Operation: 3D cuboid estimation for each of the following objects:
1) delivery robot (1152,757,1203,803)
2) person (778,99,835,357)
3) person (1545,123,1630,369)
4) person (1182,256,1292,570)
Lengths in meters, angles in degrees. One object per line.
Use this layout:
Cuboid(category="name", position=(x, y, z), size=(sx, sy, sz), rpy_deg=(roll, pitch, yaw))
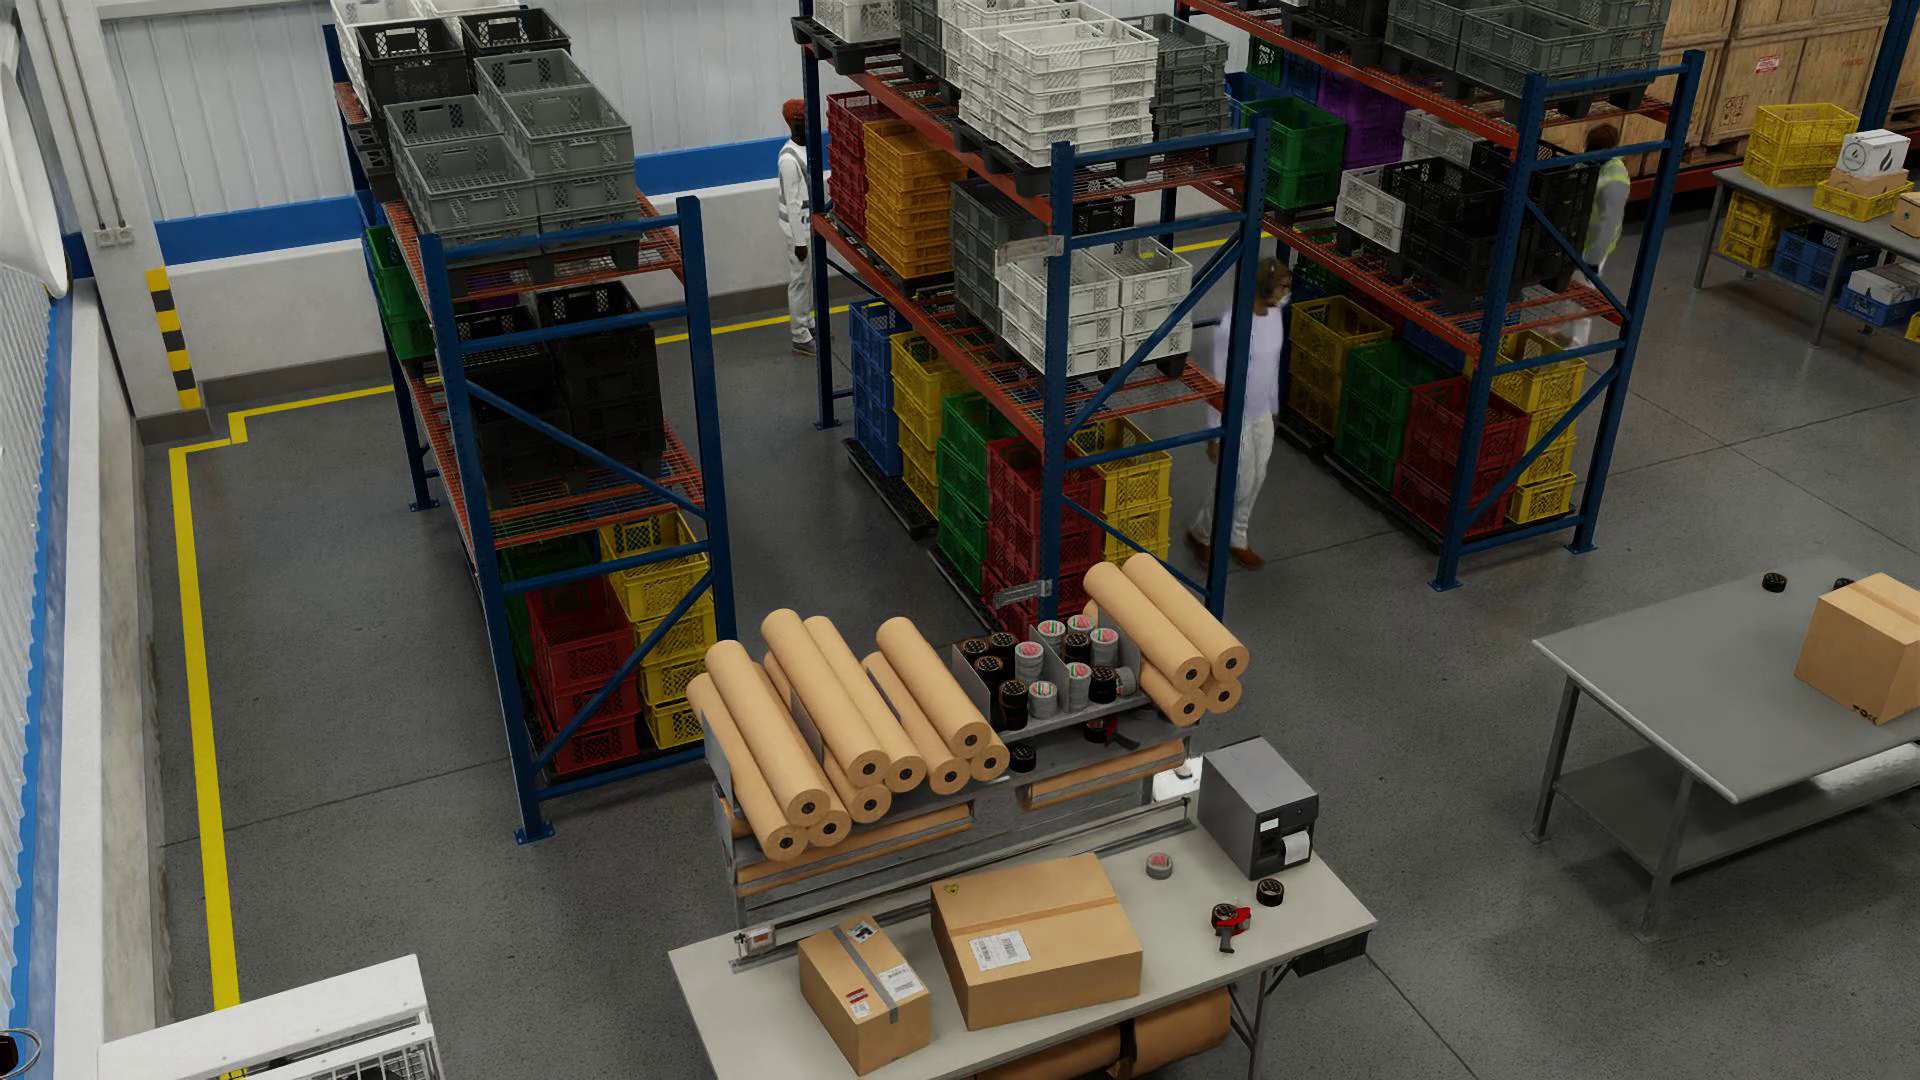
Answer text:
Cuboid(category="delivery robot", position=(1.120, 1.287, 7.500), size=(0.477, 0.478, 0.707), rpy_deg=(-11, 33, -18))
Cuboid(category="person", position=(-1.129, -2.272, 12.107), size=(0.356, 1.884, 0.574), rpy_deg=(3, 32, 4))
Cuboid(category="person", position=(4.495, -2.158, 12.007), size=(0.433, 1.814, 0.748), rpy_deg=(0, 32, 0))
Cuboid(category="person", position=(1.614, -0.687, 9.507), size=(0.417, 1.911, 0.719), rpy_deg=(26, 40, 35))
